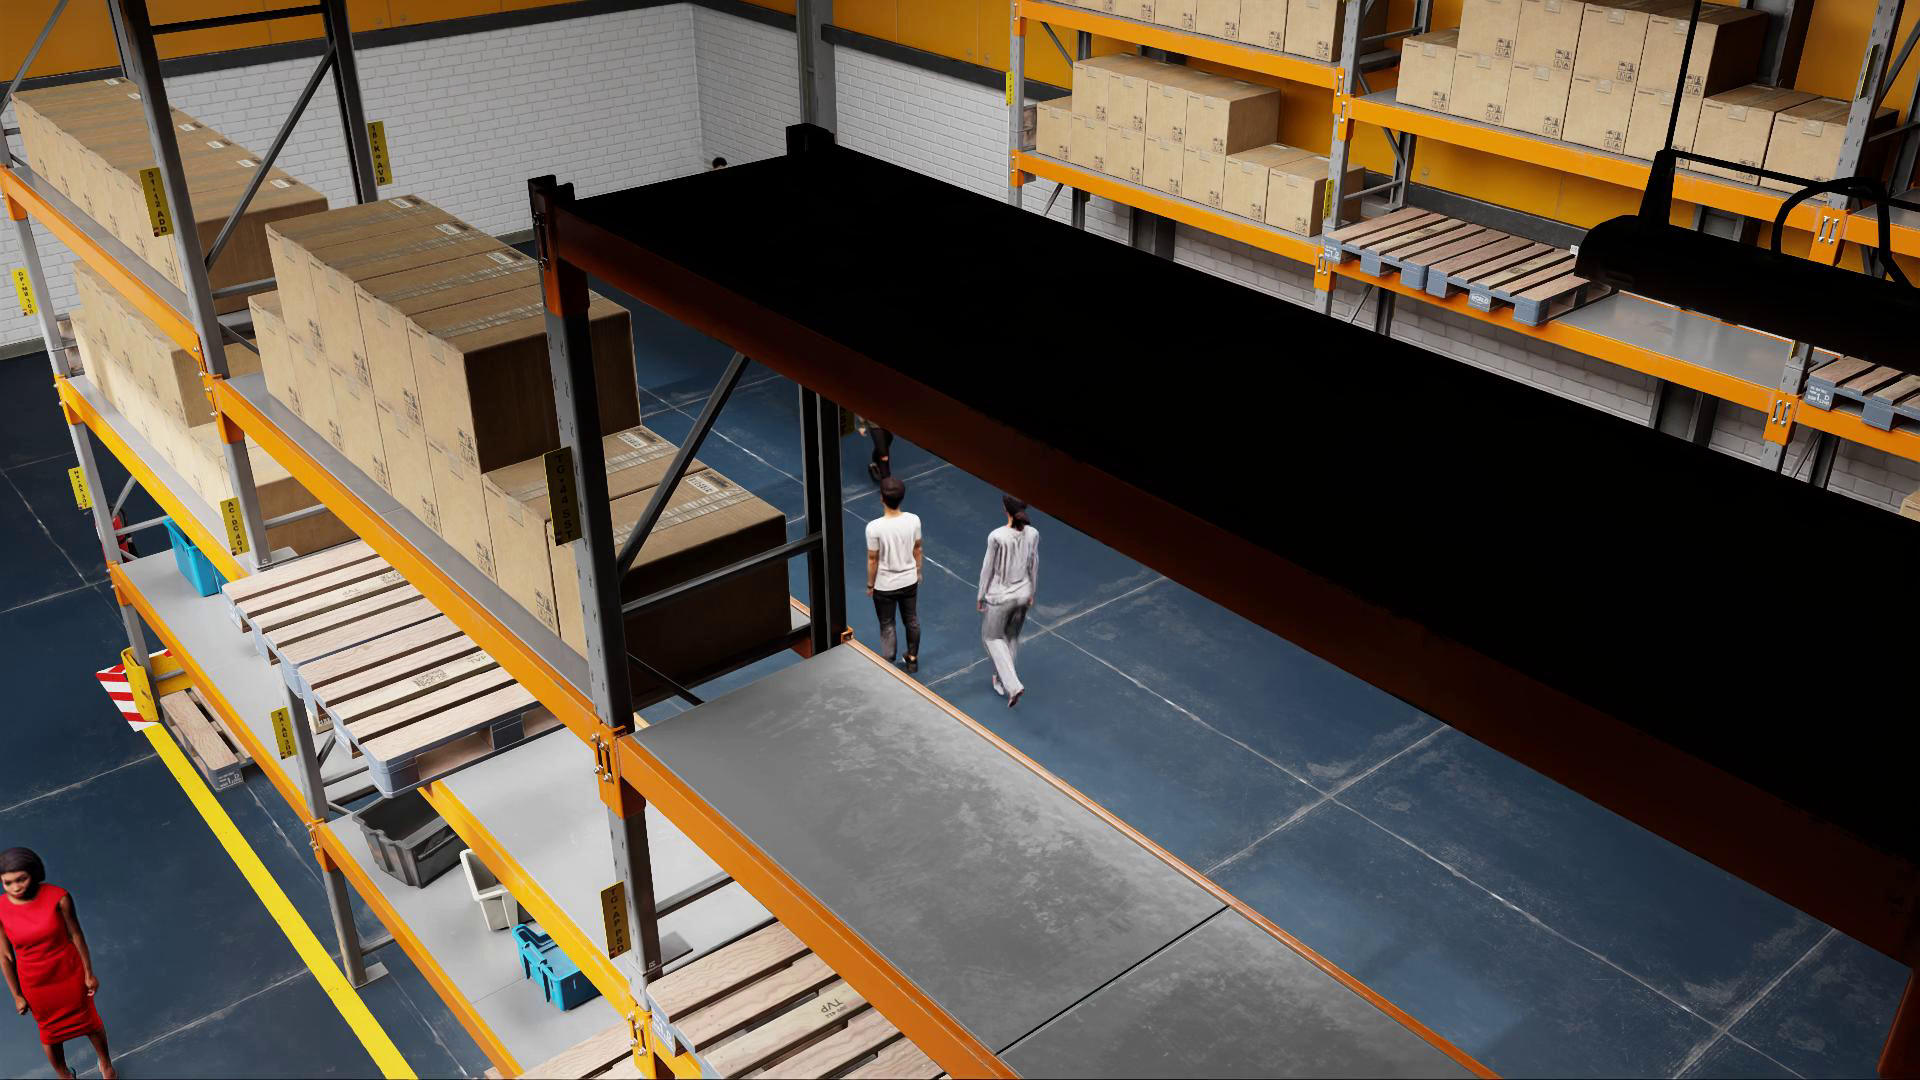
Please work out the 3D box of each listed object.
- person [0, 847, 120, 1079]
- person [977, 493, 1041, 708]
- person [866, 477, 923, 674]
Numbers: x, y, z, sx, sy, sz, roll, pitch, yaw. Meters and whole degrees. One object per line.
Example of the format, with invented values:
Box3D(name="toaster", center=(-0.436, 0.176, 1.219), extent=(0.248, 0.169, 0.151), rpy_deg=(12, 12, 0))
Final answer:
Box3D(name="person", center=(-5.004, 2.415, 9.184), extent=(0.607, 1.744, 0.563), rpy_deg=(-14, 32, -24))
Box3D(name="person", center=(0.408, 0.490, 12.706), extent=(0.820, 1.750, 0.959), rpy_deg=(-12, 31, -21))
Box3D(name="person", center=(-0.514, 0.297, 13.090), extent=(0.673, 1.721, 0.605), rpy_deg=(-14, 31, -23))
